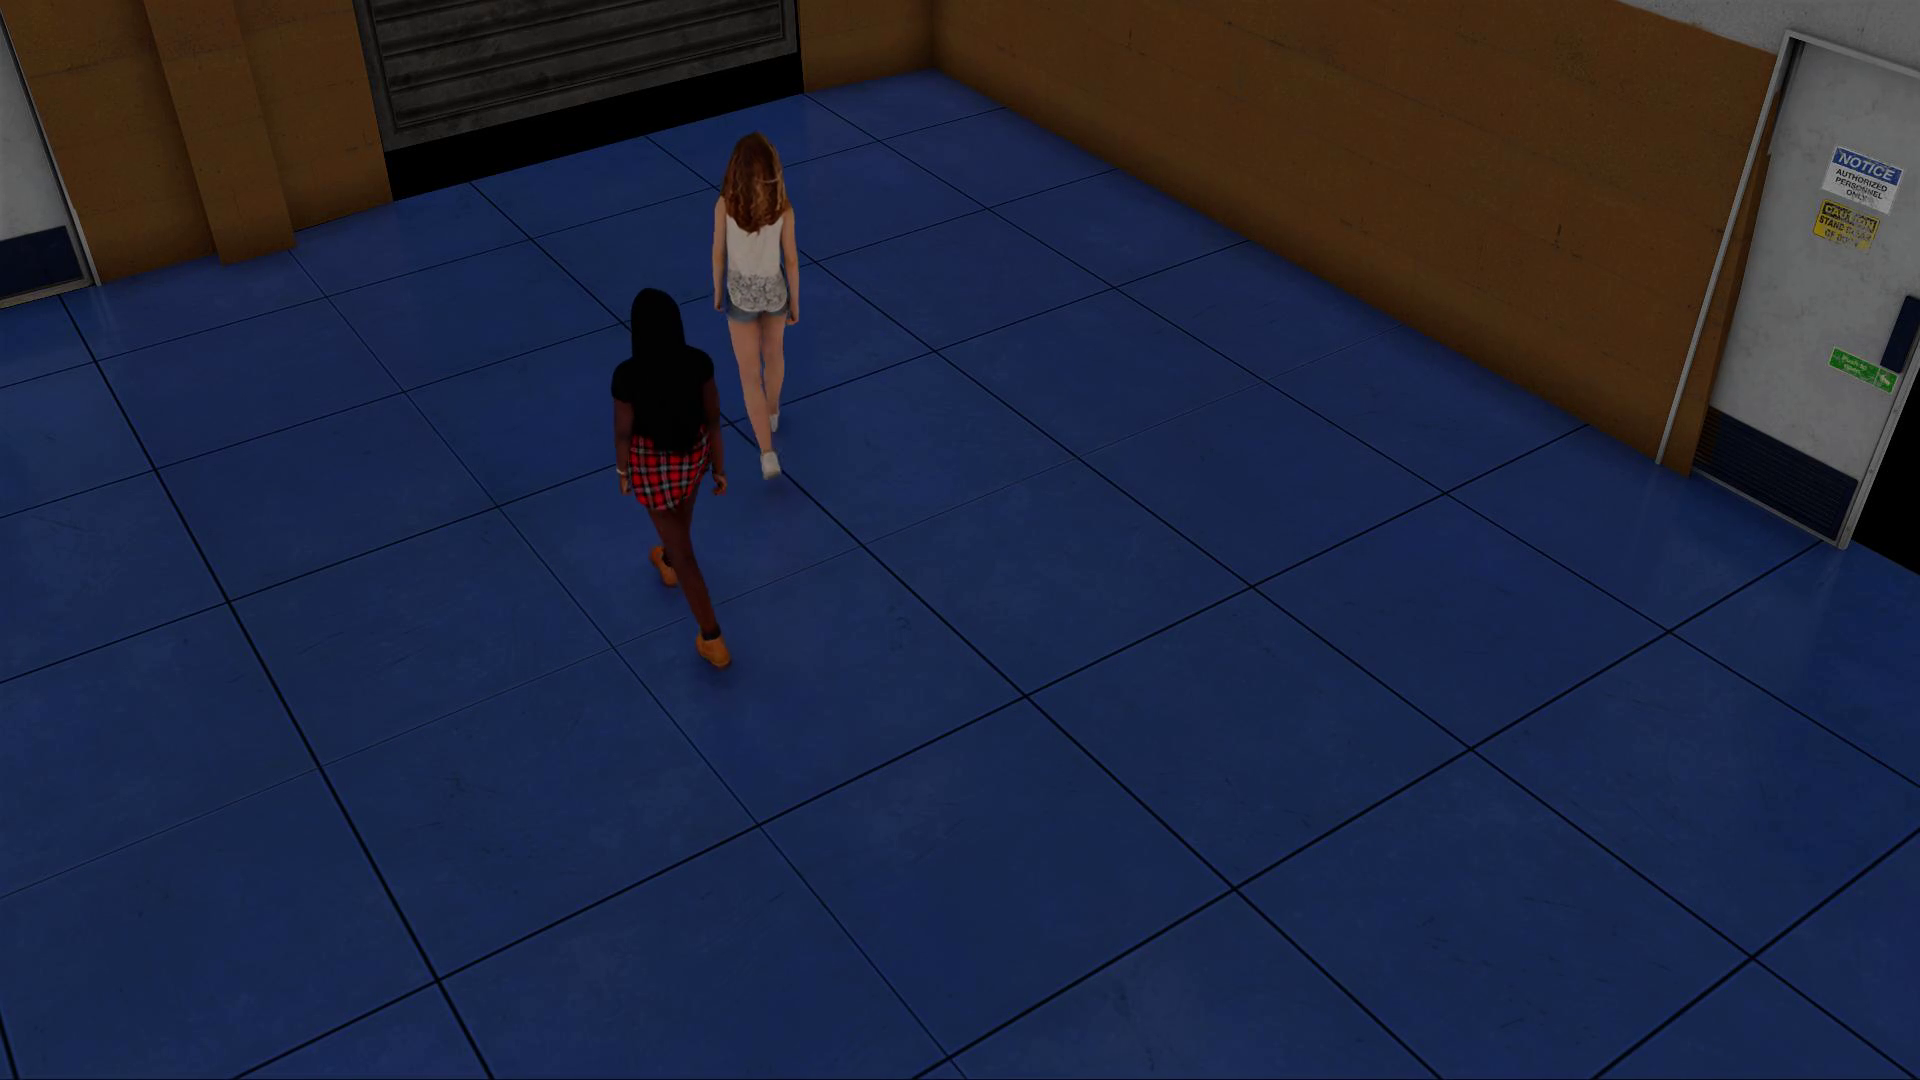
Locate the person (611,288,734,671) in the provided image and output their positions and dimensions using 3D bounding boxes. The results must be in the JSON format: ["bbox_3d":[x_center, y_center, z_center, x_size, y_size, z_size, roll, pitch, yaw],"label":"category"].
[{"bbox_3d":[-1.183,-0.220,7.045,1.119,1.674,0.679,-21,42,-25],"label":"person"}]

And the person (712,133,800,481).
[{"bbox_3d":[-0.993,-1.101,8.173,1.115,1.731,0.934,-7,38,-10],"label":"person"}]
